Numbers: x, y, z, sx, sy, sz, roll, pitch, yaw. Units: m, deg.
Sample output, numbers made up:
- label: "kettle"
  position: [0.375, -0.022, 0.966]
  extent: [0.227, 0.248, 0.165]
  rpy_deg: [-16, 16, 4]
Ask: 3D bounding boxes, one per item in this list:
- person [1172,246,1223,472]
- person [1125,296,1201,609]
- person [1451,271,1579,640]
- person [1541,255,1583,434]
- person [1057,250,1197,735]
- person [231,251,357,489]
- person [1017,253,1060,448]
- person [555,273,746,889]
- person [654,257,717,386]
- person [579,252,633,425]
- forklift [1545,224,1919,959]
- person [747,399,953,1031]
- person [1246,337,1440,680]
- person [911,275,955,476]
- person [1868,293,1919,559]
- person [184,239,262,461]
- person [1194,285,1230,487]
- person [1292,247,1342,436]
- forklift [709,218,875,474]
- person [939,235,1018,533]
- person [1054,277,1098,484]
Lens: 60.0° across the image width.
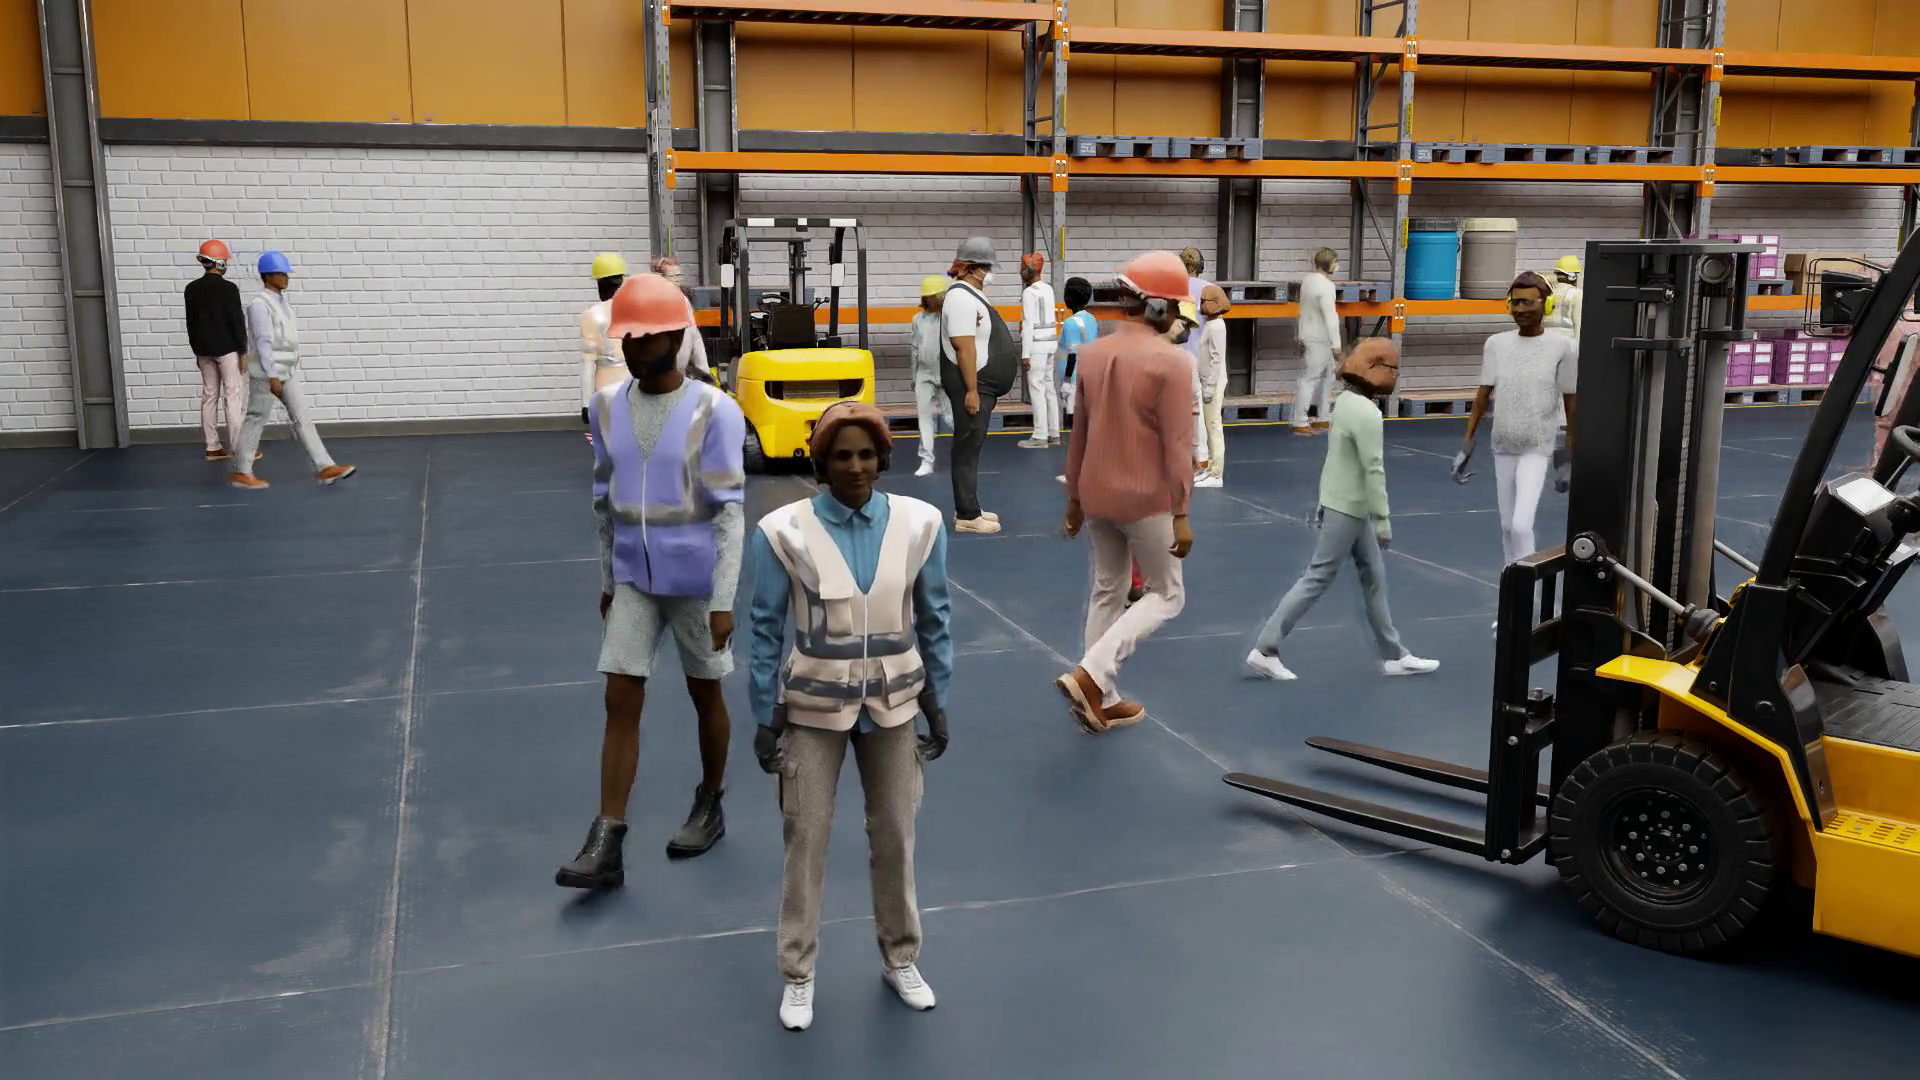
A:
- label: "person"
  position: [1.964, -1.553, 14.365]
  extent: [0.635, 1.937, 0.354]
  rpy_deg: [4, 11, 20]
- label: "person"
  position: [1.066, -0.486, 9.095]
  extent: [0.566, 1.733, 0.387]
  rpy_deg: [-8, 13, -37]
- label: "person"
  position: [2.763, -0.416, 8.401]
  extent: [0.696, 1.846, 0.528]
  rpy_deg: [-9, 14, -42]
- label: "person"
  position: [6.228, -2.018, 17.203]
  extent: [0.404, 1.834, 0.592]
  rpy_deg: [-5, 12, -26]
- label: "person"
  position: [0.630, -0.154, 6.601]
  extent: [0.596, 1.967, 0.682]
  rpy_deg: [-8, 13, -36]
- label: "person"
  position: [-5.440, -1.347, 13.332]
  extent: [1.001, 1.899, 0.636]
  rpy_deg: [0, 10, 3]
- label: "person"
  position: [0.742, -1.819, 16.033]
  extent: [0.364, 1.873, 0.591]
  rpy_deg: [5, 11, 26]
- label: "person"
  position: [-0.964, 0.144, 5.153]
  extent: [0.575, 1.899, 0.900]
  rpy_deg: [3, 11, 18]
- label: "person"
  position: [-2.329, -1.356, 13.520]
  extent: [0.982, 1.854, 0.654]
  rpy_deg: [4, 11, 23]
- label: "person"
  position: [-2.385, -1.036, 11.602]
  extent: [0.628, 1.908, 0.422]
  rpy_deg: [-10, 14, -44]
- label: "forklift"
  position: [2.909, 0.117, 4.508]
  extent: [2.313, 2.155, 1.214]
  rpy_deg: [9, 14, 40]
- label: "person"
  position: [-0.282, 0.451, 4.249]
  extent: [0.530, 1.627, 0.321]
  rpy_deg: [-4, 11, -19]
- label: "person"
  position: [1.742, -0.133, 7.566]
  extent: [0.883, 1.589, 0.524]
  rpy_deg: [0, 10, 3]
- label: "person"
  position: [-0.165, -1.427, 14.323]
  extent: [0.487, 1.710, 0.717]
  rpy_deg: [4, 11, 21]
- label: "person"
  position: [5.993, -0.787, 10.303]
  extent: [0.732, 1.880, 0.671]
  rpy_deg: [0, 10, 2]
- label: "person"
  position: [-6.682, -1.705, 15.040]
  extent: [0.611, 1.996, 0.378]
  rpy_deg: [4, 11, 19]
- label: "person"
  position: [2.032, -1.248, 13.521]
  extent: [0.282, 1.636, 0.500]
  rpy_deg: [1, 10, 4]
- label: "person"
  position: [3.726, -2.008, 16.928]
  extent: [0.752, 1.910, 0.658]
  rpy_deg: [-1, 10, -7]
- label: "forklift"
  position: [-1.522, -1.778, 14.899]
  extent: [1.214, 2.155, 2.313]
  rpy_deg: [-3, 11, -17]
- label: "person"
  position: [0.128, -1.083, 11.508]
  extent: [0.538, 2.000, 0.683]
  rpy_deg: [0, 10, 0]
- label: "person"
  position: [0.964, -1.312, 13.701]
  extent: [0.318, 1.699, 0.535]
  rpy_deg: [4, 11, 21]
